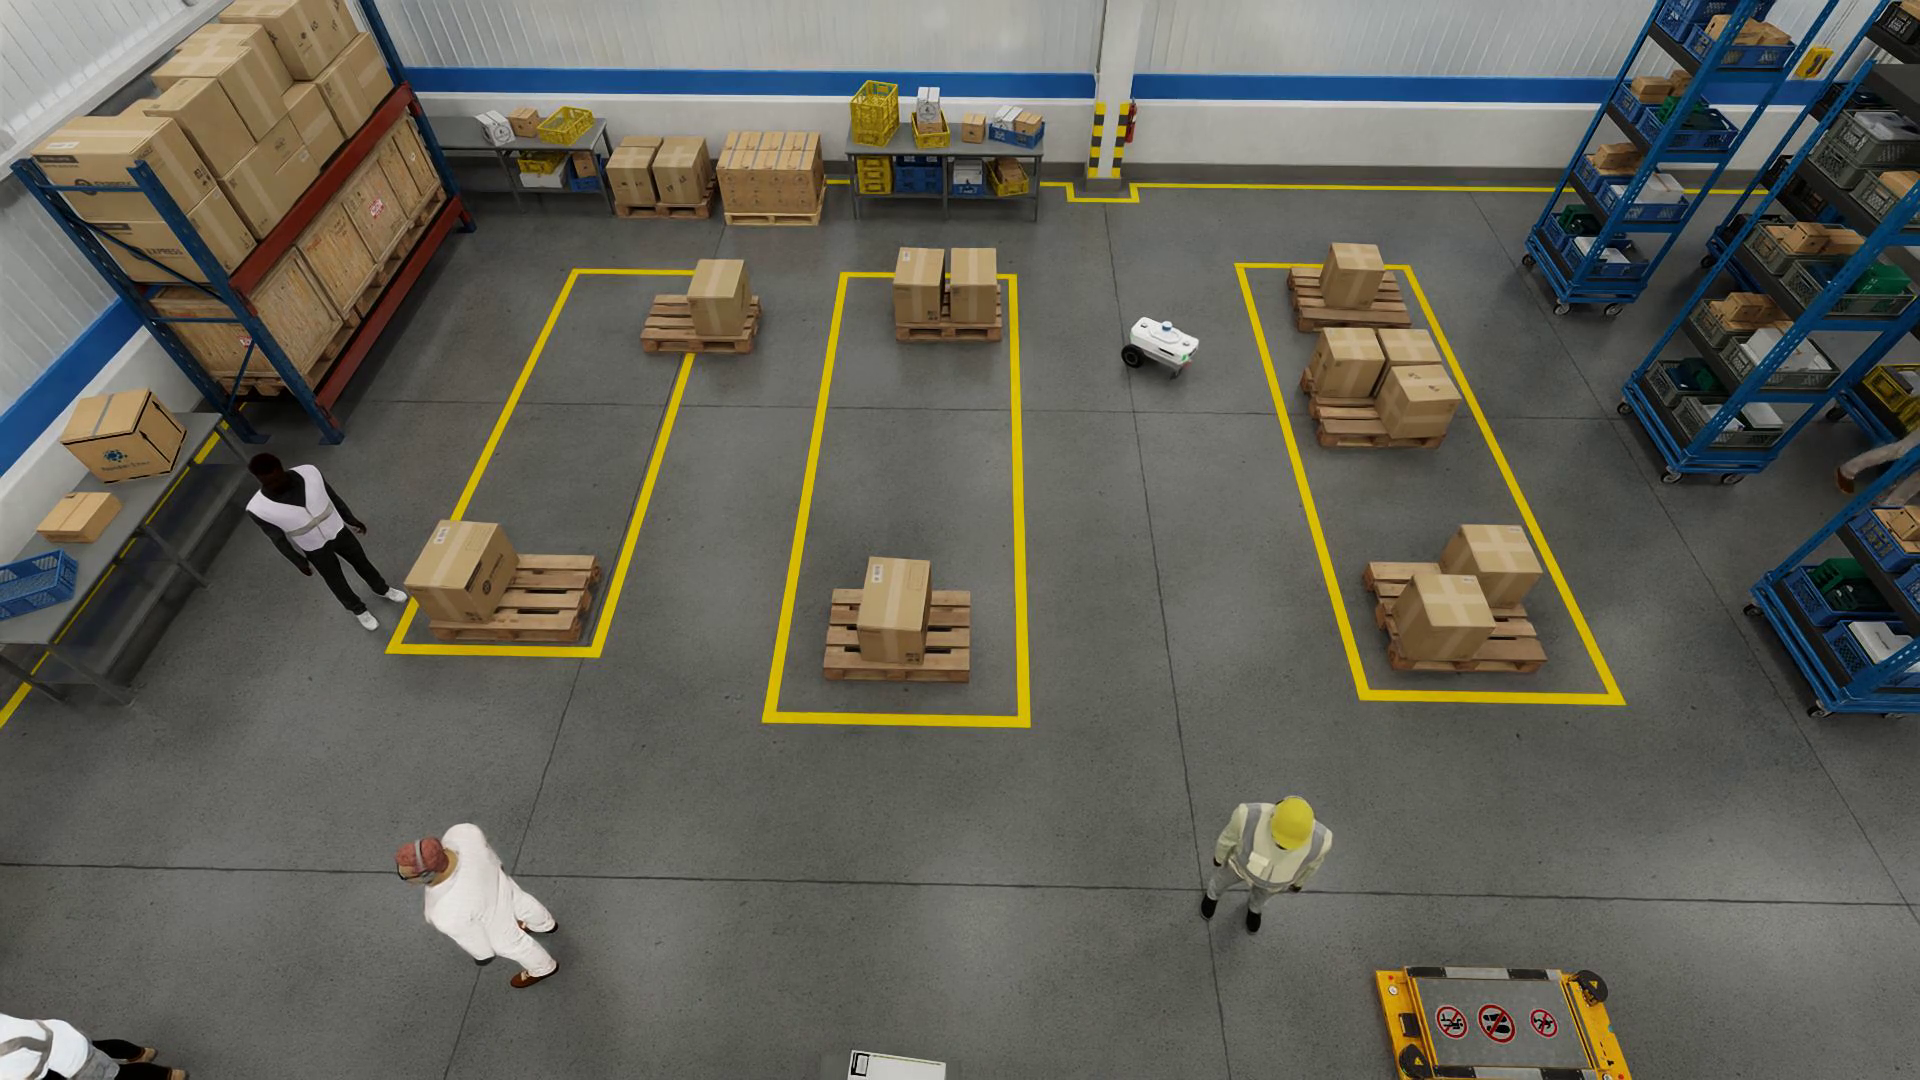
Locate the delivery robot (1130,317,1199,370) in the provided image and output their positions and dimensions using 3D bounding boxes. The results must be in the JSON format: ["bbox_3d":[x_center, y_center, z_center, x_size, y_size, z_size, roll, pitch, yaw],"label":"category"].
[{"bbox_3d":[2.221,-2.156,9.986,0.707,0.478,0.477,31,57,22],"label":"delivery robot"}]

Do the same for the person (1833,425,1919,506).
[{"bbox_3d":[8.834,-0.986,8.196,0.697,1.942,0.839,-4,51,-3],"label":"person"}]

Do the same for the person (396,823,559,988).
[{"bbox_3d":[-2.914,2.243,5.589,0.409,1.913,0.649,-10,52,-8],"label":"person"}]

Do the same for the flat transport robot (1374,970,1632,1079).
[{"bbox_3d":[3.501,3.133,5.914,1.431,0.197,0.652,1,51,1],"label":"flat transport robot"}]

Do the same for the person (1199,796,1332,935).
[{"bbox_3d":[1.913,2.055,5.800,0.593,1.825,0.403,14,52,11],"label":"person"}]

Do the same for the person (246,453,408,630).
[{"bbox_3d":[-5.163,-0.015,7.426,0.372,1.915,0.596,21,54,16],"label":"person"}]

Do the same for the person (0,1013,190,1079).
[{"bbox_3d":[-5.136,2.925,5.176,0.537,1.687,0.323,23,54,18],"label":"person"}]
